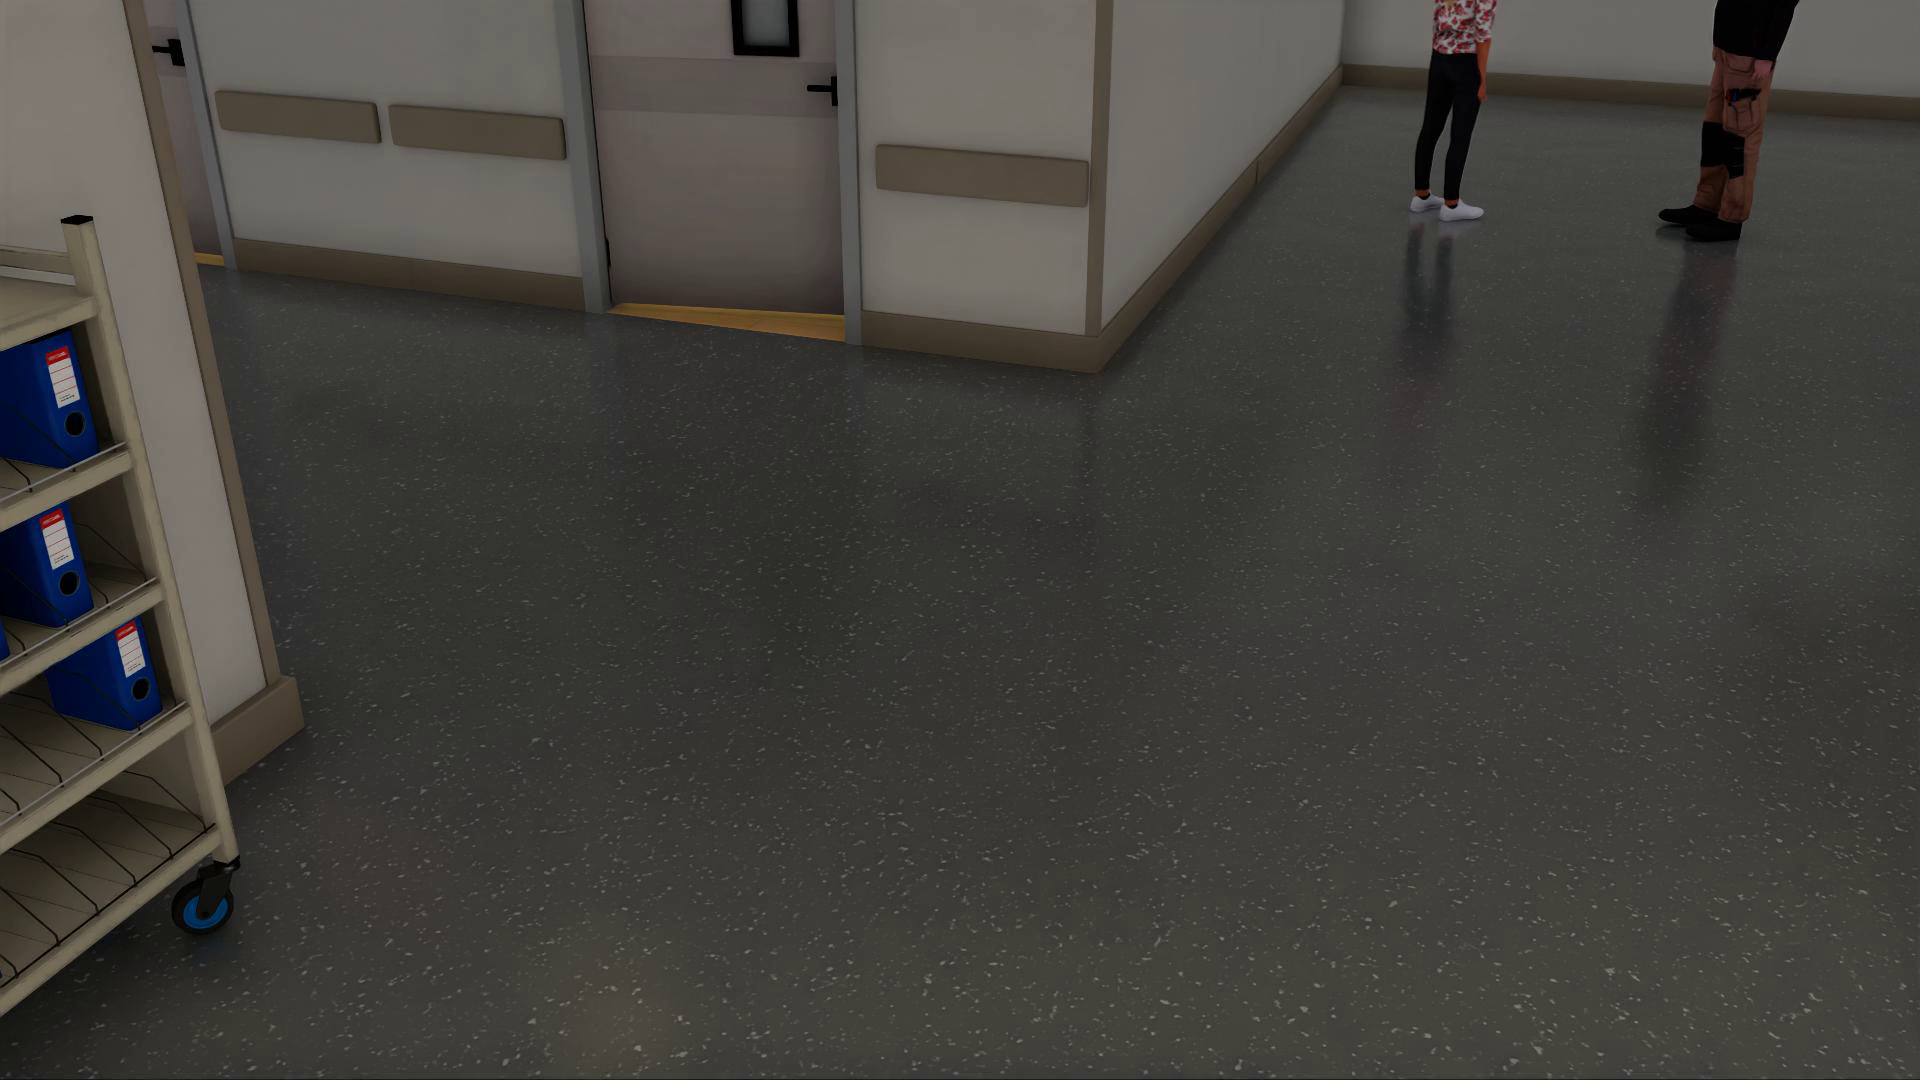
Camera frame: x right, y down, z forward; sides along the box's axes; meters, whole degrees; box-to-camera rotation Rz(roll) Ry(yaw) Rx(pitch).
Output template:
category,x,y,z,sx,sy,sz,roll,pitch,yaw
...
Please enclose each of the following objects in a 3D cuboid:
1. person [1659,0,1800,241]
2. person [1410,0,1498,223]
category,x,y,z,sx,sy,sz,roll,pitch,yaw
person,4.117,-2.550,8.699,0.835,1.925,0.684,-1,26,-2
person,2.729,-2.598,9.135,0.709,1.632,0.646,-11,28,-22
